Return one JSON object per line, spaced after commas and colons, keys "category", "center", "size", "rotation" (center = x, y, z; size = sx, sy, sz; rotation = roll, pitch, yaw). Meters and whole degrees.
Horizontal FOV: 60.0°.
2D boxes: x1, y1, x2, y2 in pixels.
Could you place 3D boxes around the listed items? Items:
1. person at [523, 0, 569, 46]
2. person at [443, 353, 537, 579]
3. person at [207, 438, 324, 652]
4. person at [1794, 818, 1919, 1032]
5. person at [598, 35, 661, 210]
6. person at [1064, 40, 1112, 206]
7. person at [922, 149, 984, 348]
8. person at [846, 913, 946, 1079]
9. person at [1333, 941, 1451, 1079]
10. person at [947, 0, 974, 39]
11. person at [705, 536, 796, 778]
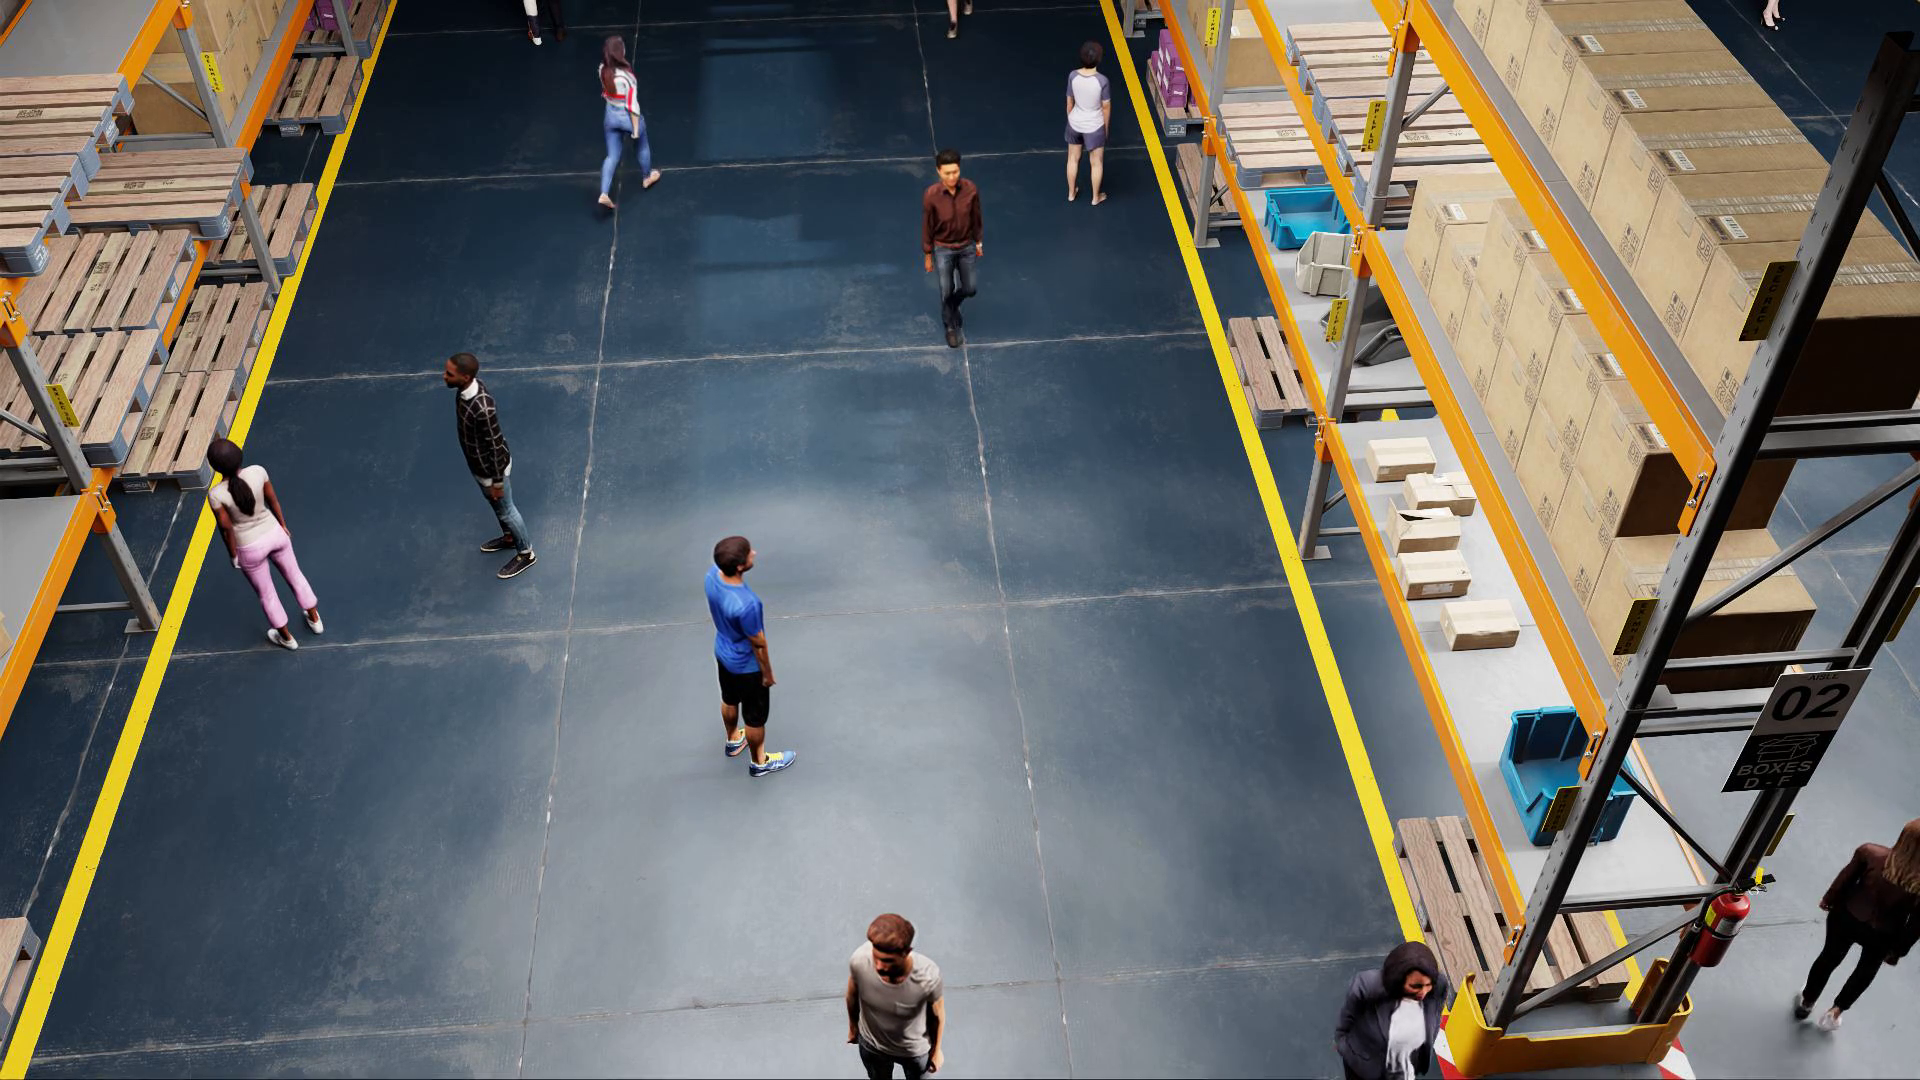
{"category": "person", "center": [-4.402, -6.029, 17.051], "size": [0.709, 1.892, 0.635], "rotation": [-9, 44, -10]}
{"category": "person", "center": [-3.204, -0.537, 11.338], "size": [0.808, 1.821, 0.661], "rotation": [-23, 48, -22]}
{"category": "person", "center": [-4.551, 0.020, 10.812], "size": [0.701, 1.741, 0.649], "rotation": [32, 52, 29]}
{"category": "person", "center": [4.712, 2.065, 8.699], "size": [0.735, 1.693, 0.788], "rotation": [27, 50, 25]}
{"category": "person", "center": [-3.064, -3.697, 14.831], "size": [0.913, 1.579, 1.151], "rotation": [16, 46, 17]}
{"category": "person", "center": [1.141, -3.736, 14.881], "size": [0.649, 1.565, 0.671], "rotation": [18, 46, 18]}
{"category": "person", "center": [-0.082, -2.372, 13.303], "size": [0.726, 1.767, 0.738], "rotation": [-11, 45, -11]}
{"category": "person", "center": [-0.310, 2.420, 8.178], "size": [0.726, 1.898, 0.691], "rotation": [11, 45, 12]}
{"category": "person", "center": [2.105, 2.475, 8.347], "size": [0.704, 1.585, 0.677], "rotation": [-8, 44, -8]}
{"category": "person", "center": [0.034, -6.188, 17.409], "size": [0.695, 1.629, 1.129], "rotation": [2, 44, 2]}
{"category": "person", "center": [-1.323, 0.693, 10.013], "size": [0.764, 1.866, 0.672], "rotation": [-30, 51, -28]}
